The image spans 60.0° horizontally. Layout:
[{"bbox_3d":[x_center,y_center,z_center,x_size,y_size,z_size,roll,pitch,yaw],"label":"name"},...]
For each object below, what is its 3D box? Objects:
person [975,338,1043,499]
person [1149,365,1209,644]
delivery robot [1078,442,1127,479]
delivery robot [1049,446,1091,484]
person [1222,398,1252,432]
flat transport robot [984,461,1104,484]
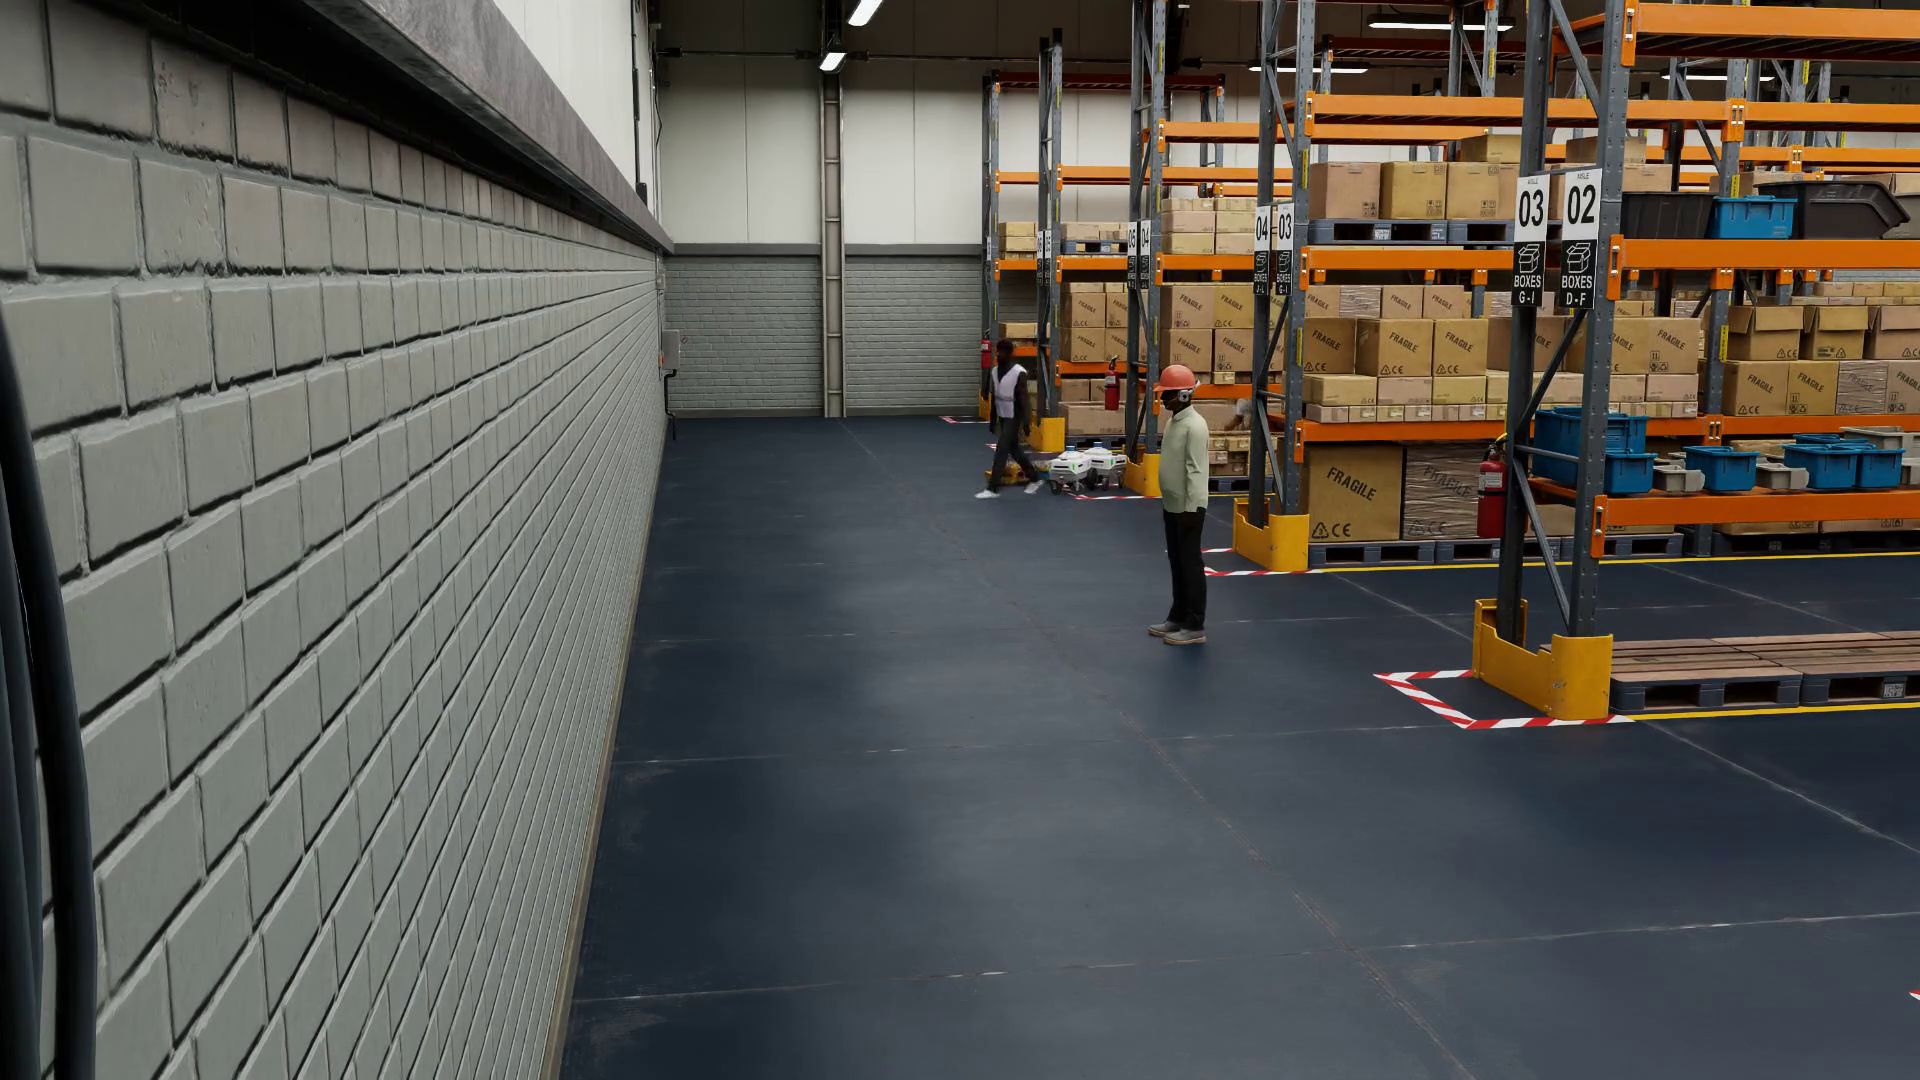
[{"bbox_3d":[0.596,-1.431,19.514,0.948,1.875,0.605,-5,11,-29],"label":"person"},{"bbox_3d":[1.567,-0.255,11.892,0.403,1.987,0.610,-2,9,-14],"label":"person"},{"bbox_3d":[1.684,-0.955,20.317,0.707,0.478,0.477,8,12,41],"label":"delivery robot"},{"bbox_3d":[1.315,-0.880,19.858,0.477,0.478,0.707,3,10,21],"label":"delivery robot"},{"bbox_3d":[3.996,-2.110,23.622,0.976,1.904,0.540,0,9,-2],"label":"person"},{"bbox_3d":[1.085,-0.868,20.946,1.431,0.197,0.652,-3,10,-17],"label":"flat transport robot"}]
